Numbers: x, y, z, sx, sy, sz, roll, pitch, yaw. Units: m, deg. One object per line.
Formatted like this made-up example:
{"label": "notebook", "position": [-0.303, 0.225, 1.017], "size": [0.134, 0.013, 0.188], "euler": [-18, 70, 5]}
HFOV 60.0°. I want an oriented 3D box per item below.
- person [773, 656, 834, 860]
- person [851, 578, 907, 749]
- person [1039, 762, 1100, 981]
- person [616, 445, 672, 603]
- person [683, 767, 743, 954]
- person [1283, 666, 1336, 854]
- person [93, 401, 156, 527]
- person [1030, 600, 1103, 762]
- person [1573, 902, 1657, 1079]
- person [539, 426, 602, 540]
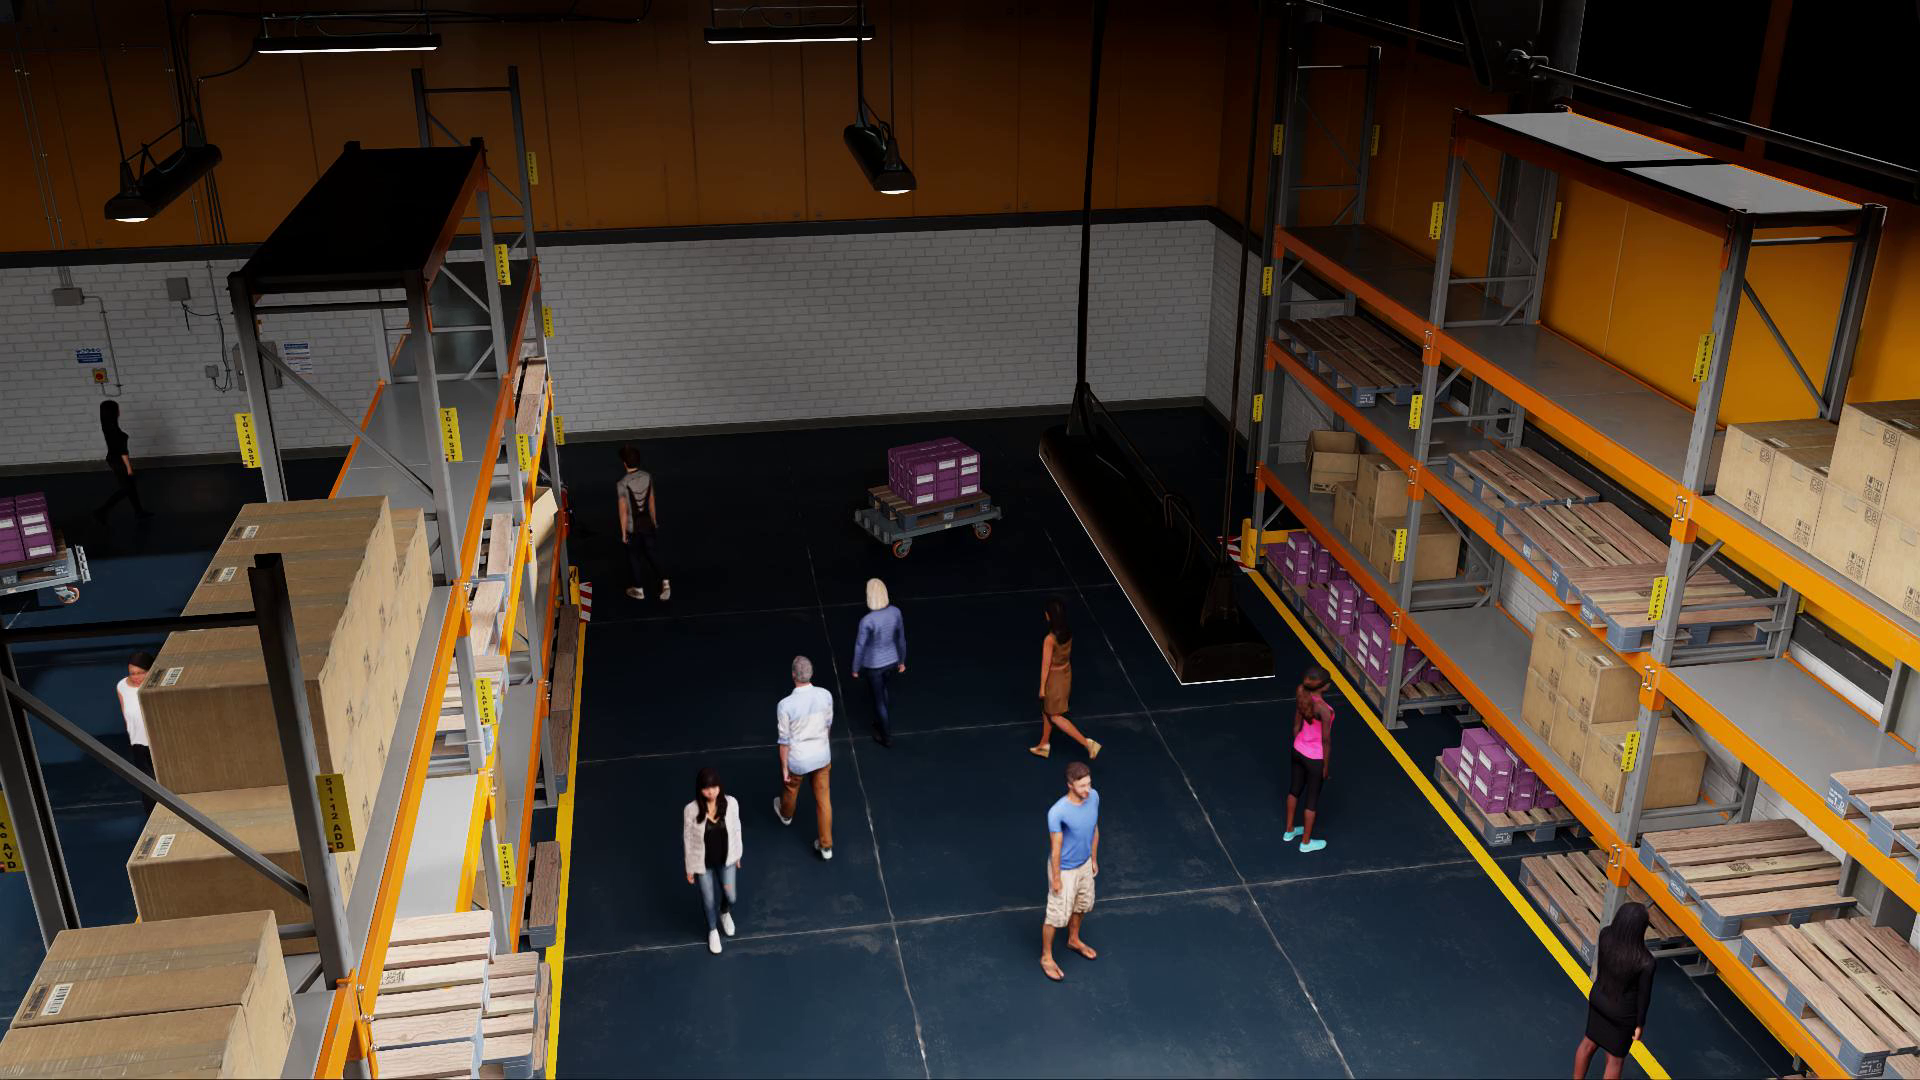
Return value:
{"label": "person", "position": [-1.260, 1.887, 14.146], "size": [0.902, 1.784, 1.209], "euler": [-11, 26, -23]}
{"label": "person", "position": [-0.706, 1.198, 15.792], "size": [0.830, 1.727, 0.878], "euler": [-19, 30, -37]}
{"label": "person", "position": [0.839, 2.473, 12.719], "size": [0.773, 1.852, 0.793], "euler": [-20, 30, -38]}
{"label": "person", "position": [-3.559, -0.136, 18.664], "size": [0.969, 1.872, 1.130], "euler": [-20, 30, -37]}
{"label": "person", "position": [-1.950, 2.457, 13.038], "size": [0.650, 1.626, 0.663], "euler": [-7, 24, -15]}
{"label": "person", "position": [2.996, 1.859, 14.284], "size": [0.686, 1.724, 0.578], "euler": [-13, 27, -27]}
{"label": "person", "position": [-10.581, -0.931, 20.794], "size": [0.993, 1.622, 0.990], "euler": [20, 31, 38]}
{"label": "person", "position": [0.969, 1.371, 15.478], "size": [0.990, 1.662, 0.998], "euler": [12, 26, 25]}
{"label": "person", "position": [4.440, 3.174, 11.277], "size": [0.715, 1.723, 0.541], "euler": [-12, 26, -25]}
{"label": "person", "position": [-4.967, -0.616, 19.959], "size": [0.861, 1.714, 1.152], "euler": [-11, 26, -25]}
